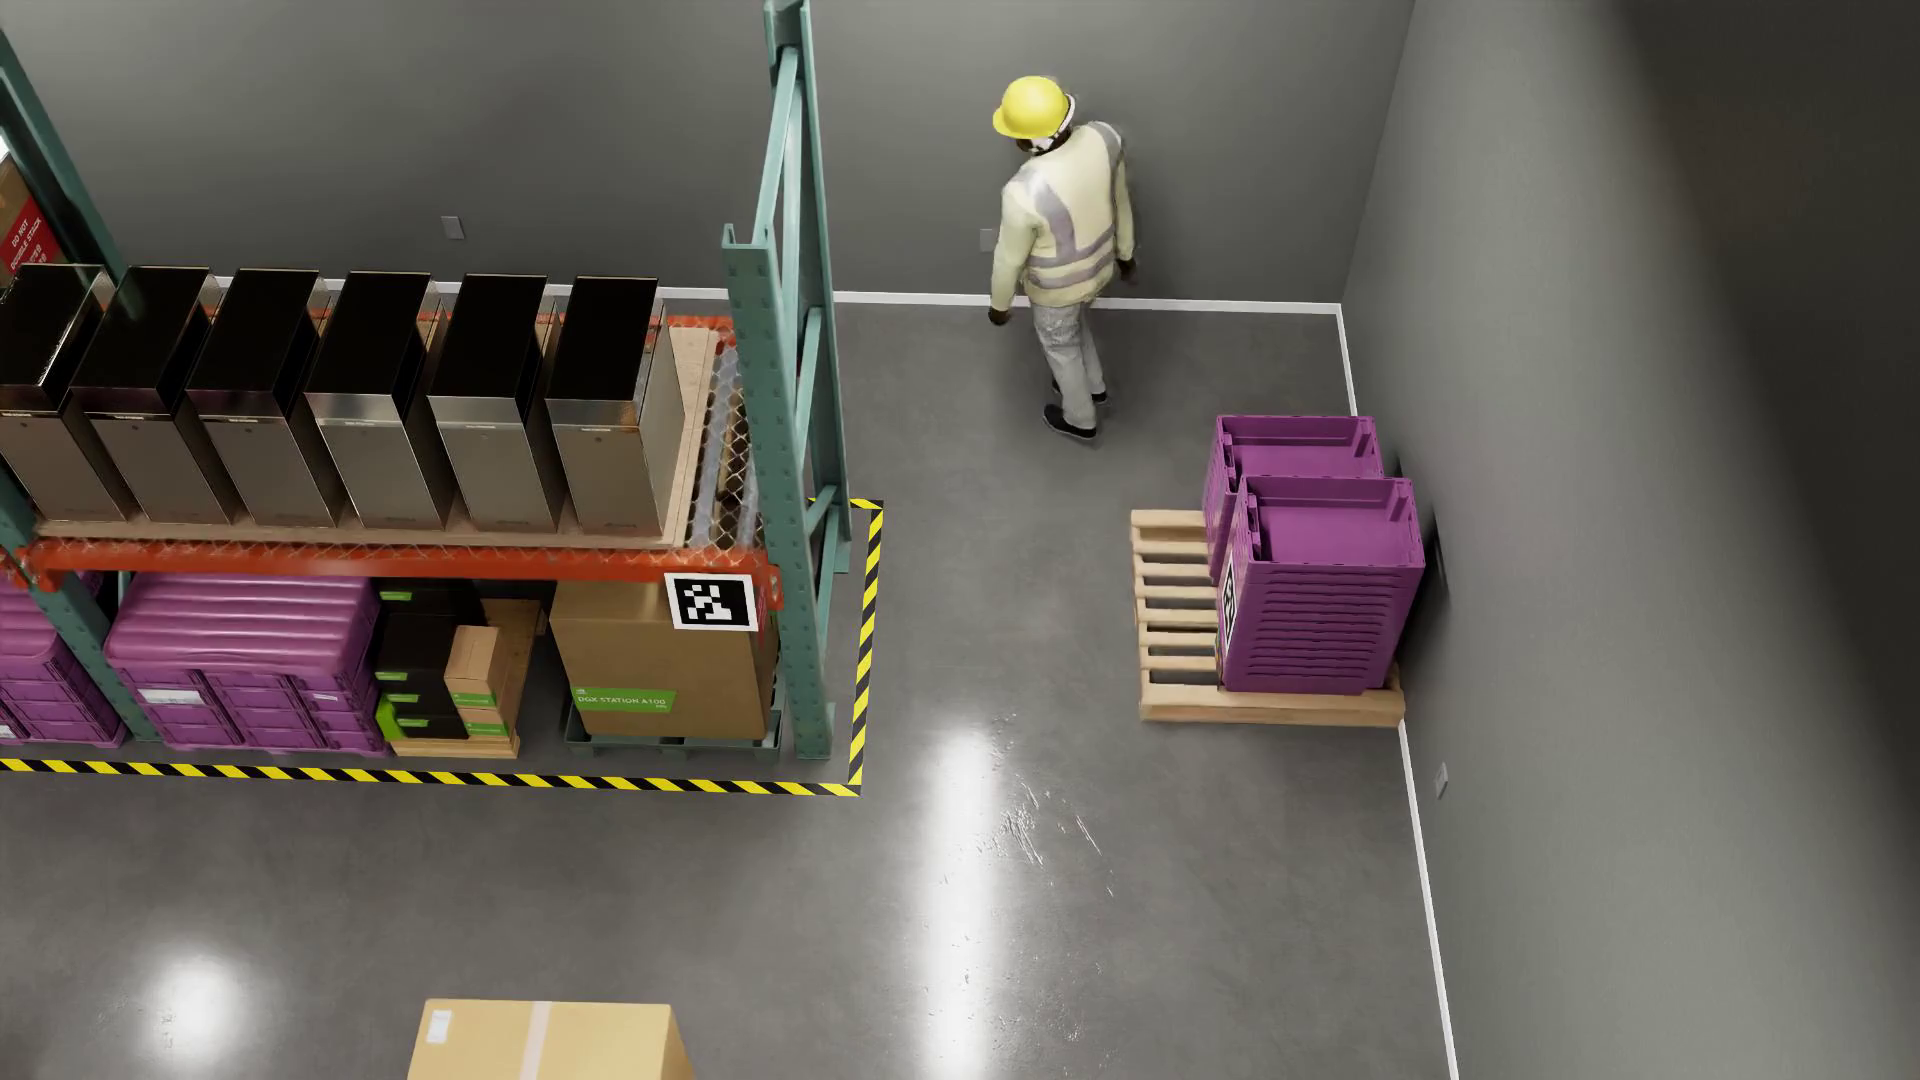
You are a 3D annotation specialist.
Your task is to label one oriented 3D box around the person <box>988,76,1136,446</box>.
[{"bbox_3d":[0.389,-1.081,6.636,0.535,1.787,0.614,33,59,23],"label":"person"}]
